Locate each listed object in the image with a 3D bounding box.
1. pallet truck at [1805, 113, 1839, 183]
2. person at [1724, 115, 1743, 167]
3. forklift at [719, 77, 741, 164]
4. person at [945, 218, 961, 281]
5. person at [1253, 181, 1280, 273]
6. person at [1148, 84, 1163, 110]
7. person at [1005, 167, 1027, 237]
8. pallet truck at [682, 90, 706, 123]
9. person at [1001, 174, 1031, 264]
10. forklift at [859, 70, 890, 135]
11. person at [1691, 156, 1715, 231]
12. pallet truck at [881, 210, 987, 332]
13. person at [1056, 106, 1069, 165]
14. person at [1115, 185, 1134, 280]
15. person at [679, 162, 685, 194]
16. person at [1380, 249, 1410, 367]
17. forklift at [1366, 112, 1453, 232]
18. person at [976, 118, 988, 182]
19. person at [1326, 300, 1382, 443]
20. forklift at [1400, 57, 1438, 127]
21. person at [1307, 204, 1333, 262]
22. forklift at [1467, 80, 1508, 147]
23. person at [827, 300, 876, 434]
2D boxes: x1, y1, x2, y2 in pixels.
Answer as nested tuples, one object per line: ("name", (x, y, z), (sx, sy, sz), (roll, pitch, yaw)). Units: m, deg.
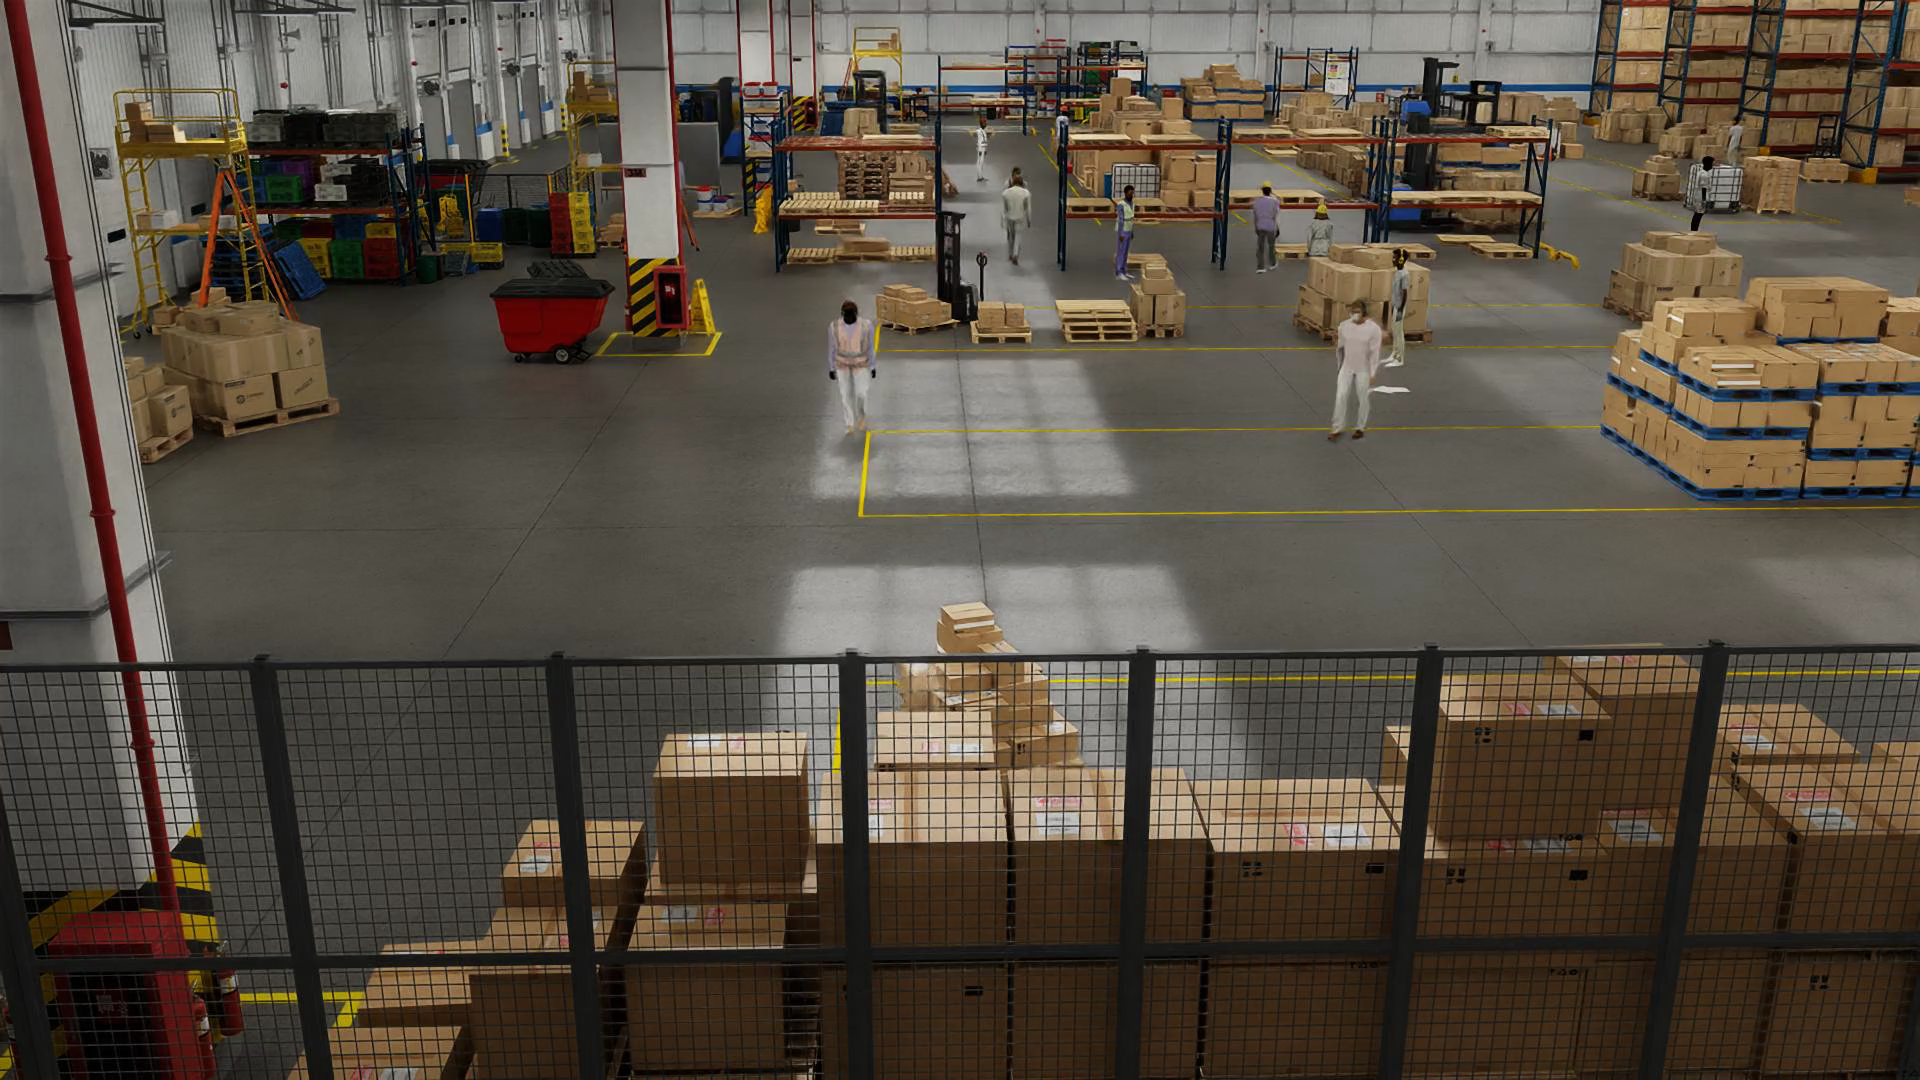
("pallet truck", (26.403, -11.957, 50.702), (0.823, 1.965, 1.885), (6, 19, 16))
("person", (24.169, -12.317, 51.981), (0.526, 1.872, 0.326), (-7, 20, -19))
("forklift", (-7.685, -13.877, 55.039), (1.873, 2.768, 1.129), (-1, 19, -1))
("person", (-0.188, -5.210, 31.181), (0.488, 1.661, 0.620), (-7, 20, -20))
("person", (6.477, -6.571, 34.938), (0.661, 1.857, 0.949), (10, 21, 28))
("person", (7.886, -17.483, 67.285), (0.628, 1.887, 1.056), (-2, 19, -6))
("person", (1.282, -7.635, 38.184), (0.499, 1.803, 0.862), (-3, 19, -10))
("pallet truck", (-9.671, -15.907, 62.421), (0.823, 1.965, 1.885), (5, 19, 15))
("person", (1.201, -6.941, 35.990), (0.633, 1.914, 0.918), (4, 19, 11))
("forklift", (-3.114, -15.259, 59.139), (1.129, 2.768, 1.873), (2, 19, 5))
("person", (17.466, -8.046, 39.148), (0.361, 1.964, 0.616), (4, 19, 11))
("pallet truck", (-0.493, -4.759, 29.349), (1.885, 1.965, 0.823), (-13, 23, -34))
("person", (3.407, -13.359, 54.961), (0.375, 1.934, 0.547), (-15, 24, -38))
("person", (3.378, -6.297, 34.042), (0.394, 1.915, 0.587), (10, 21, 27))
("person", (-7.179, -8.895, 41.785), (0.556, 1.905, 0.943), (-10, 21, -28))
("person", (6.923, -3.672, 26.320), (0.334, 1.873, 0.517), (1, 19, 3))
("forklift", (11.032, -8.978, 40.505), (1.873, 2.768, 1.129), (-1, 19, -2))
("person", (0.669, -11.858, 50.586), (0.353, 1.883, 0.573), (4, 19, 13))
("person", (5.194, -2.206, 21.919), (0.644, 1.901, 0.877), (11, 22, 31))
("forklift", (19.351, -18.501, 68.755), (1.873, 2.768, 1.129), (-1, 19, -1))
("person", (6.994, -5.649, 32.382), (0.492, 1.742, 0.318), (1, 19, 3))
("forklift", (16.667, -13.224, 53.100), (1.129, 2.768, 1.873), (17, 25, 41))
("person", (-1.461, -2.322, 22.380), (0.657, 1.829, 0.452), (1, 19, 4))
